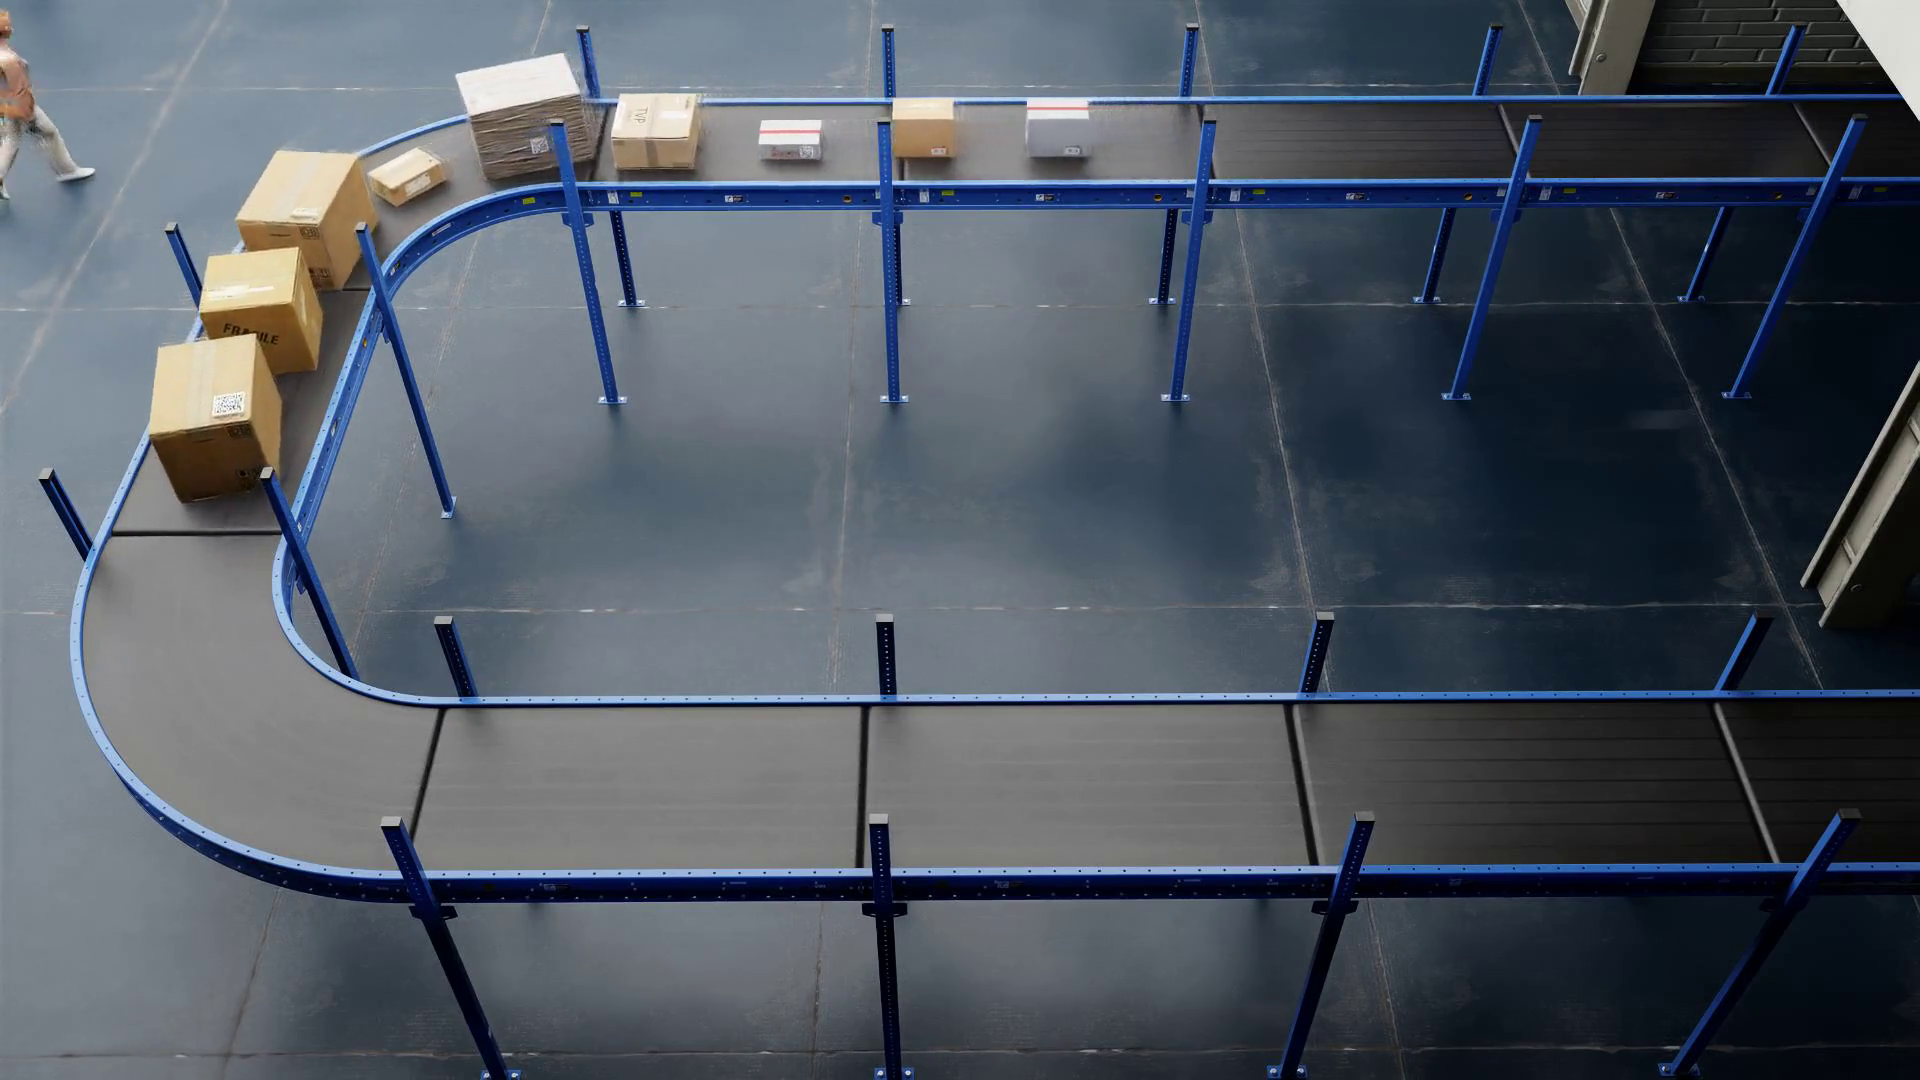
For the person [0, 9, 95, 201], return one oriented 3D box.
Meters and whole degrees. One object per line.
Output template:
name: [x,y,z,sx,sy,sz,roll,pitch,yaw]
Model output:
person: [-7.370,-3.352,13.303,0.584,1.604,0.750,31,54,25]
